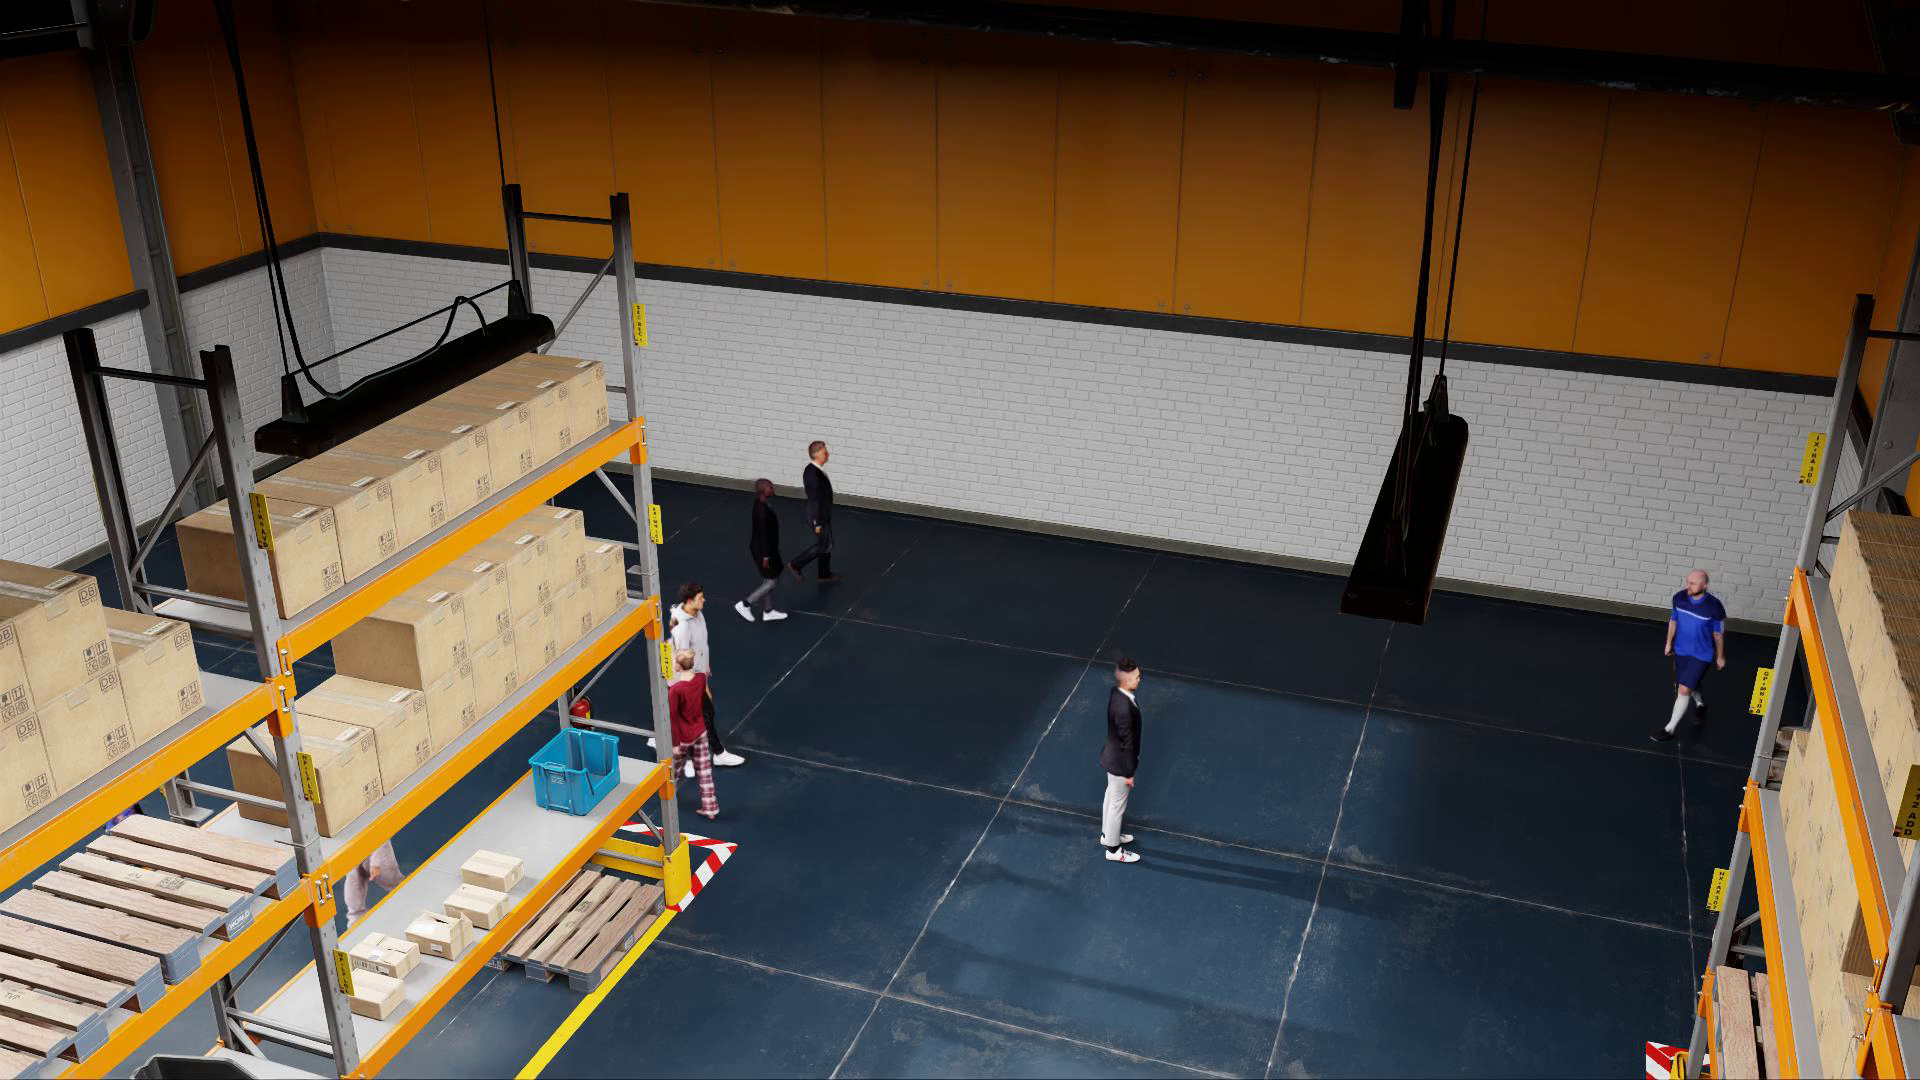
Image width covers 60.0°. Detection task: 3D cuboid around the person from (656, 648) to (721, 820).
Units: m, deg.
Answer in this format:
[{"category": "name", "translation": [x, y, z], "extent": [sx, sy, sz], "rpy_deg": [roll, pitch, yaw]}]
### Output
[{"category": "person", "translation": [-2.403, 1.779, 15.090], "extent": [0.935, 1.670, 1.035], "rpy_deg": [19, 30, 36]}]

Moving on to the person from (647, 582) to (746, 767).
[{"category": "person", "translation": [-2.681, 1.296, 15.942], "extent": [0.926, 1.873, 1.237], "rpy_deg": [4, 24, 9]}]

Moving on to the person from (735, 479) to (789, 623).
[{"category": "person", "translation": [-2.290, 0.139, 18.747], "extent": [0.941, 1.747, 0.916], "rpy_deg": [-5, 24, -12]}]

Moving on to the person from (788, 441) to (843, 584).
[{"category": "person", "translation": [-1.749, -0.313, 19.712], "extent": [0.984, 1.801, 0.970], "rpy_deg": [-4, 24, -9]}]

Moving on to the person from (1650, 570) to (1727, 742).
[{"category": "person", "translation": [7.325, 1.113, 16.464], "extent": [1.300, 1.790, 1.177], "rpy_deg": [-17, 29, -34]}]

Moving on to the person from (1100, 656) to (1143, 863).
[{"category": "person", "translation": [1.395, 1.874, 14.512], "extent": [0.846, 1.959, 0.687], "rpy_deg": [-1, 24, -2]}]

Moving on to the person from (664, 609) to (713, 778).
[{"category": "person", "translation": [-2.678, 1.383, 16.052], "extent": [1.053, 1.625, 1.175], "rpy_deg": [-9, 25, -19]}]
